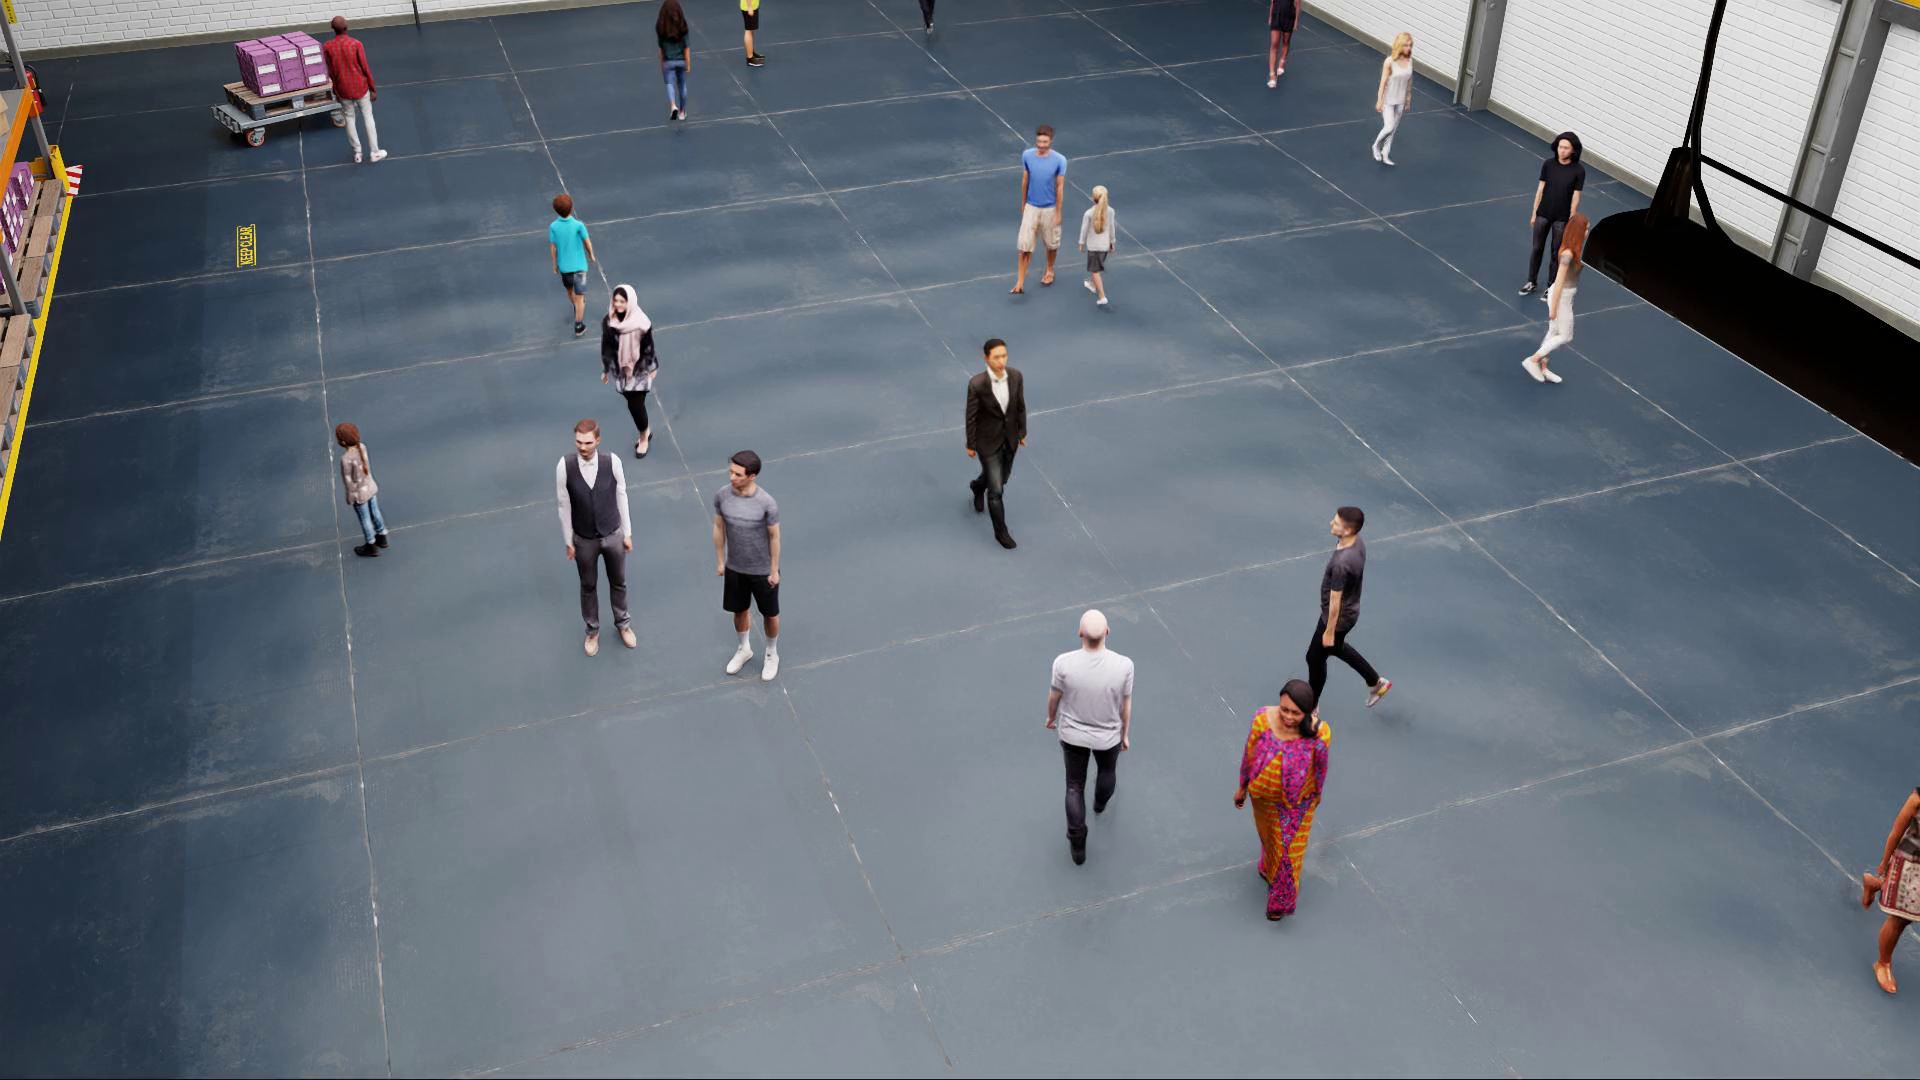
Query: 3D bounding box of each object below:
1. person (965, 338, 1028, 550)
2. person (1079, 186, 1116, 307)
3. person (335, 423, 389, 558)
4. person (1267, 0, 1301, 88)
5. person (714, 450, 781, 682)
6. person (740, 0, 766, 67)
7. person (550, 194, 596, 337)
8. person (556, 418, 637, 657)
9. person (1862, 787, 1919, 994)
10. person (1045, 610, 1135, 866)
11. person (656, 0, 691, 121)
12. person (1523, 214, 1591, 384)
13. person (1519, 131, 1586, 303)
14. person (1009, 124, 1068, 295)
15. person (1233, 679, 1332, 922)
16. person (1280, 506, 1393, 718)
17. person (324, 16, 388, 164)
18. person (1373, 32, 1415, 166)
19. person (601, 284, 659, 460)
[{"bbox_3d":[0.256,-0.855,13.644,0.799,1.781,1.111,-17,37,-24],"label":"person"},{"bbox_3d":[1.473,-3.074,17.454,0.531,1.258,0.853,-13,36,-19],"label":"person"},{"bbox_3d":[-4.866,-0.416,13.512,0.608,1.195,0.526,7,34,11],"label":"person"},{"bbox_3d":[4.564,-7.315,23.397,0.959,1.742,1.137,8,34,12],"label":"person"},{"bbox_3d":[-1.503,0.155,12.040,0.738,1.873,0.770,10,35,15],"label":"person"},{"bbox_3d":[-3.060,-7.787,24.139,0.750,1.706,0.599,0,34,0],"label":"person"},{"bbox_3d":[-3.944,-2.763,16.844,0.781,1.415,1.005,3,34,5],"label":"person"},{"bbox_3d":[-2.685,-0.060,12.301,0.666,1.942,0.576,-9,35,-13],"label":"person"},{"bbox_3d":[5.591,1.839,9.729,0.841,1.627,1.049,0,34,0],"label":"person"},{"bbox_3d":[0.806,1.268,10.427,0.937,1.805,1.134,2,34,3],"label":"person"},{"bbox_3d":[-3.782,-6.306,22.004,0.682,1.603,0.878,-5,34,-7],"label":"person"},{"bbox_3d":[5.656,-2.302,15.877,0.789,1.716,0.726,12,35,17],"label":"person"},{"bbox_3d":[6.248,-3.421,17.461,0.638,1.827,0.761,26,41,33],"label":"person"},{"bbox_3d":[0.905,-3.560,17.673,1.073,1.825,1.219,10,35,15],"label":"person"},{"bbox_3d":[2.019,1.477,10.259,0.999,1.644,1.045,17,37,24],"label":"person"},{"bbox_3d":[2.707,0.542,11.574,1.046,1.744,1.036,9,35,14],"label":"person"},{"bbox_3d":[-7.608,-5.655,20.830,0.725,1.819,0.656,-3,34,-4],"label":"person"},{"bbox_3d":[5.376,-5.532,20.786,0.638,1.663,0.627,-14,36,-20],"label":"person"},{"bbox_3d":[-2.903,-1.564,14.854,0.796,1.622,0.853,12,35,17],"label":"person"}]
